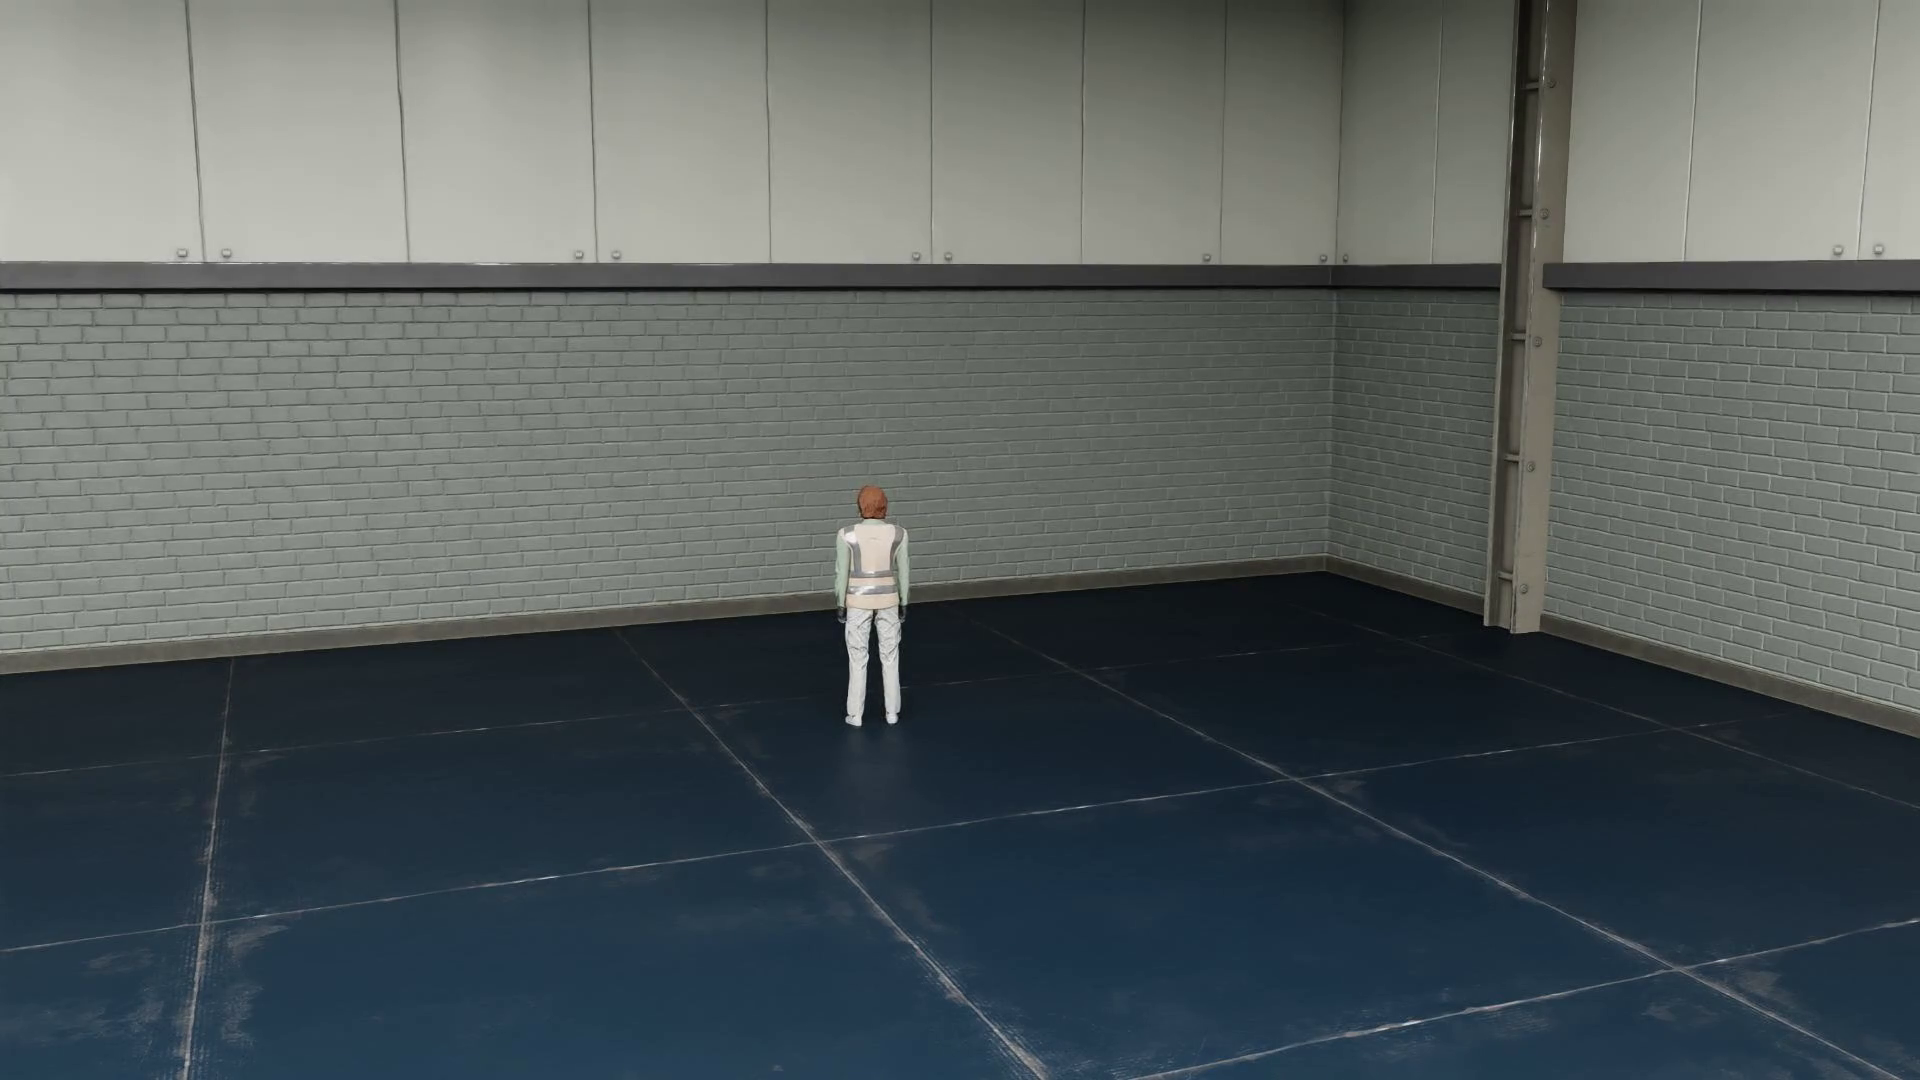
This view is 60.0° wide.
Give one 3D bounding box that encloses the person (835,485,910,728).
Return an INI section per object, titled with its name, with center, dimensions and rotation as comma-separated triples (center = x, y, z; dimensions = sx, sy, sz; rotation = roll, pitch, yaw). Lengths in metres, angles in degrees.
[person]
center = -0.582, 0.449, 11.175
dimensions = 0.510, 1.634, 0.312
rotation = -3, 9, -16
